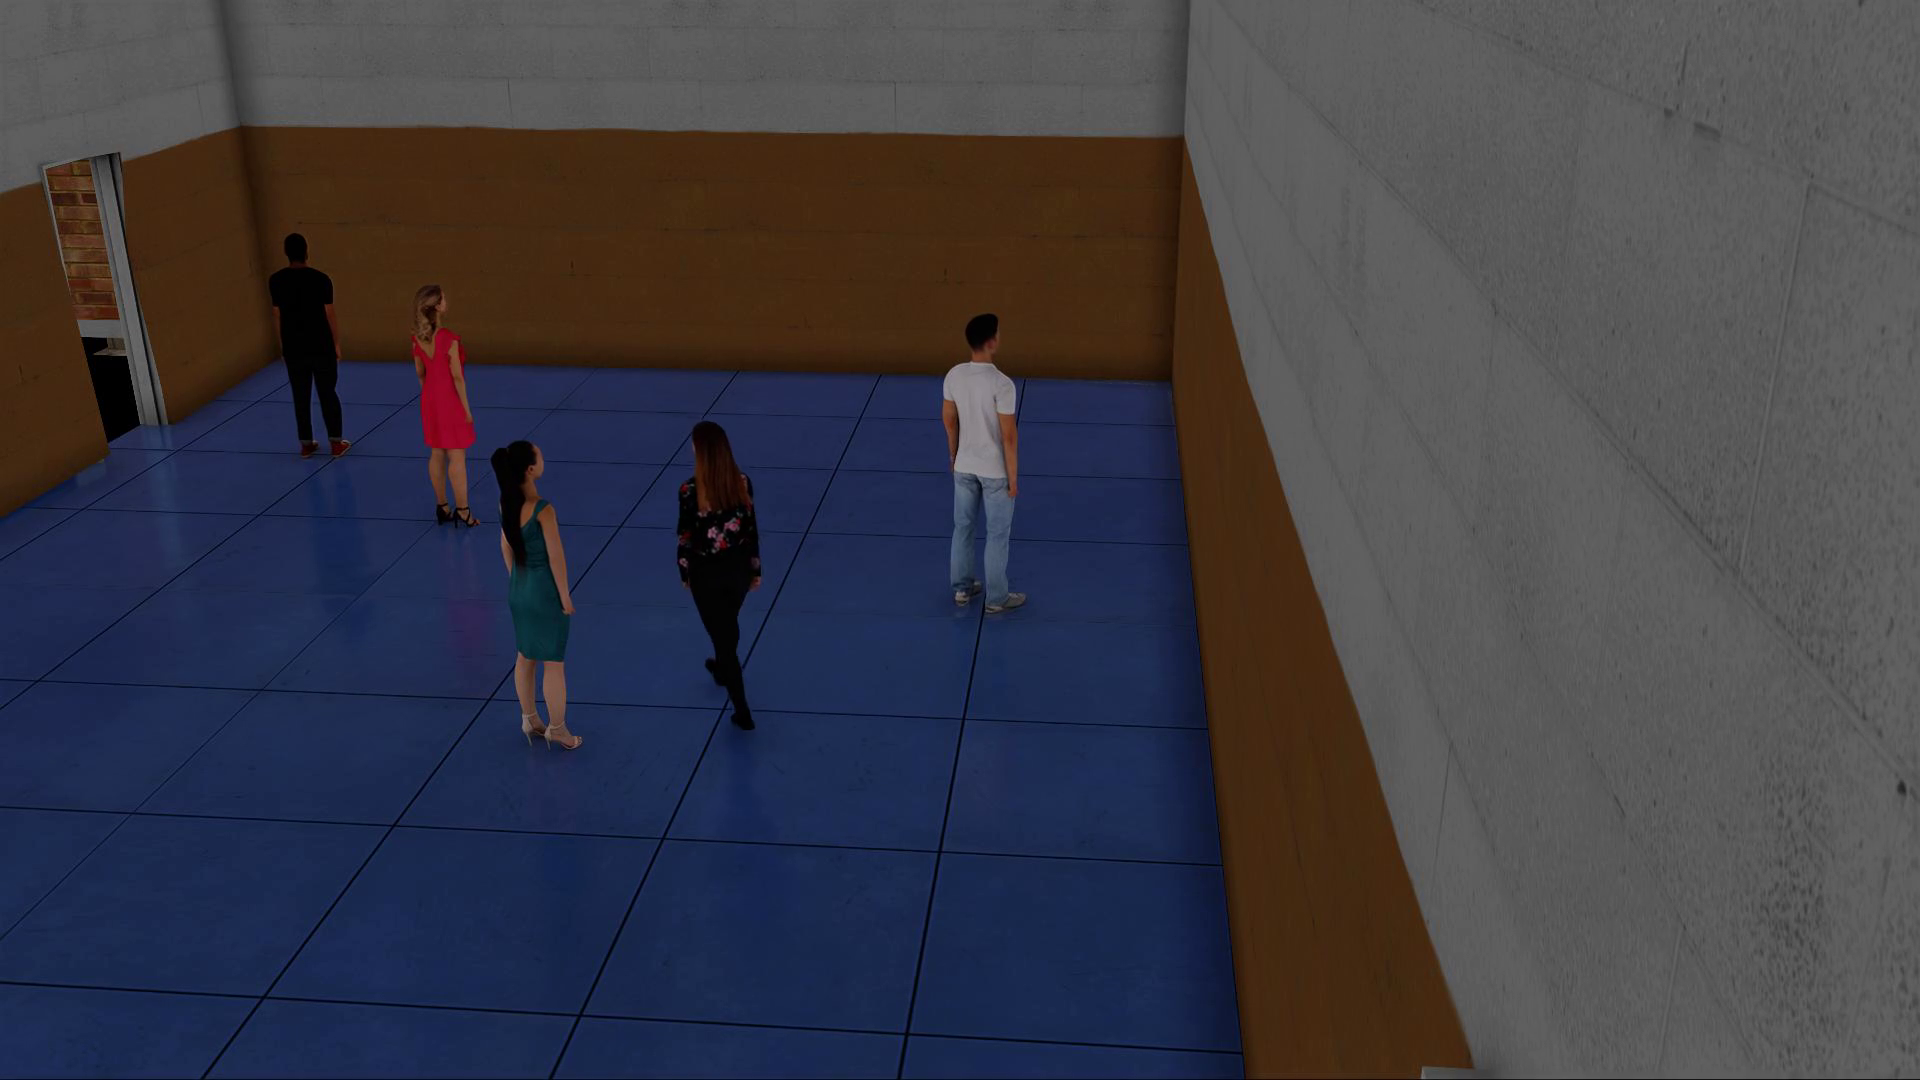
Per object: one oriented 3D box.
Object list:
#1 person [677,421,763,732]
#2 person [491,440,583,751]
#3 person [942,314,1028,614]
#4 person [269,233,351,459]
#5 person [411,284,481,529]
[{"bbox_3d":[-1.240,0.224,8.790,1.109,1.635,1.046,-12,25,-27],"label":"person"},{"bbox_3d":[-2.178,0.289,8.559,0.570,1.686,0.688,14,26,32],"label":"person"},{"bbox_3d":[0.141,-0.464,10.198,0.692,1.862,0.814,16,27,34],"label":"person"},{"bbox_3d":[-5.064,-1.502,12.923,0.569,1.756,0.728,-3,22,-9],"label":"person"},{"bbox_3d":[-3.586,-0.927,11.531,0.613,1.728,0.720,13,25,29],"label":"person"}]
